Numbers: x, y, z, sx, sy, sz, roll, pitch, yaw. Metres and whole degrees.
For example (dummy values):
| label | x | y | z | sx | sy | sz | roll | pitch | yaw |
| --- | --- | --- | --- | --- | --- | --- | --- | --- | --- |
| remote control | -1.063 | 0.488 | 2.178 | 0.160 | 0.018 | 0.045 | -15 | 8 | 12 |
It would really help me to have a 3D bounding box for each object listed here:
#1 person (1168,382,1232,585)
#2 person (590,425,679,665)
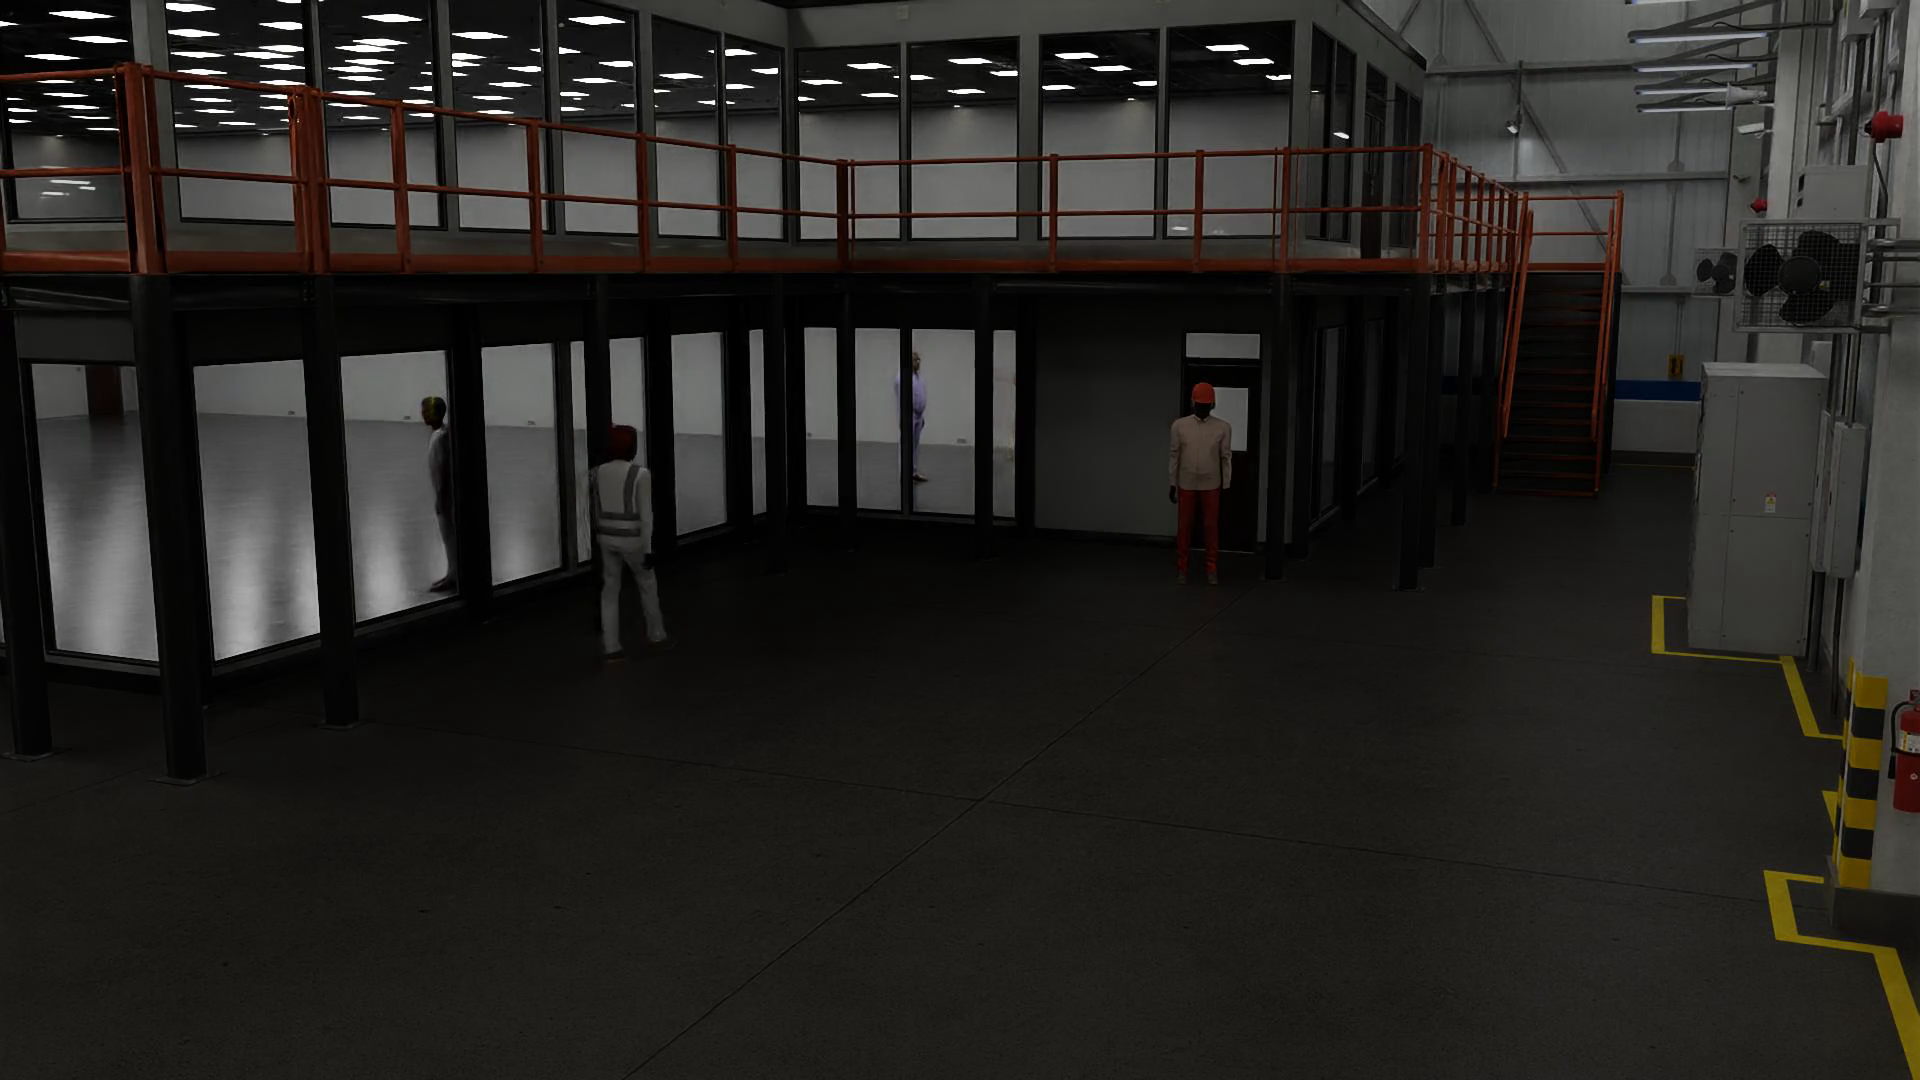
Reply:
| label | x | y | z | sx | sy | sz | roll | pitch | yaw |
| --- | --- | --- | --- | --- | --- | --- | --- | --- | --- |
| person | 2.333 | -0.542 | 16.172 | 0.612 | 1.986 | 0.406 | 1 | 9 | 7 |
| person | -2.560 | 0.019 | 13.094 | 0.613 | 1.853 | 0.850 | 4 | 10 | 26 |
